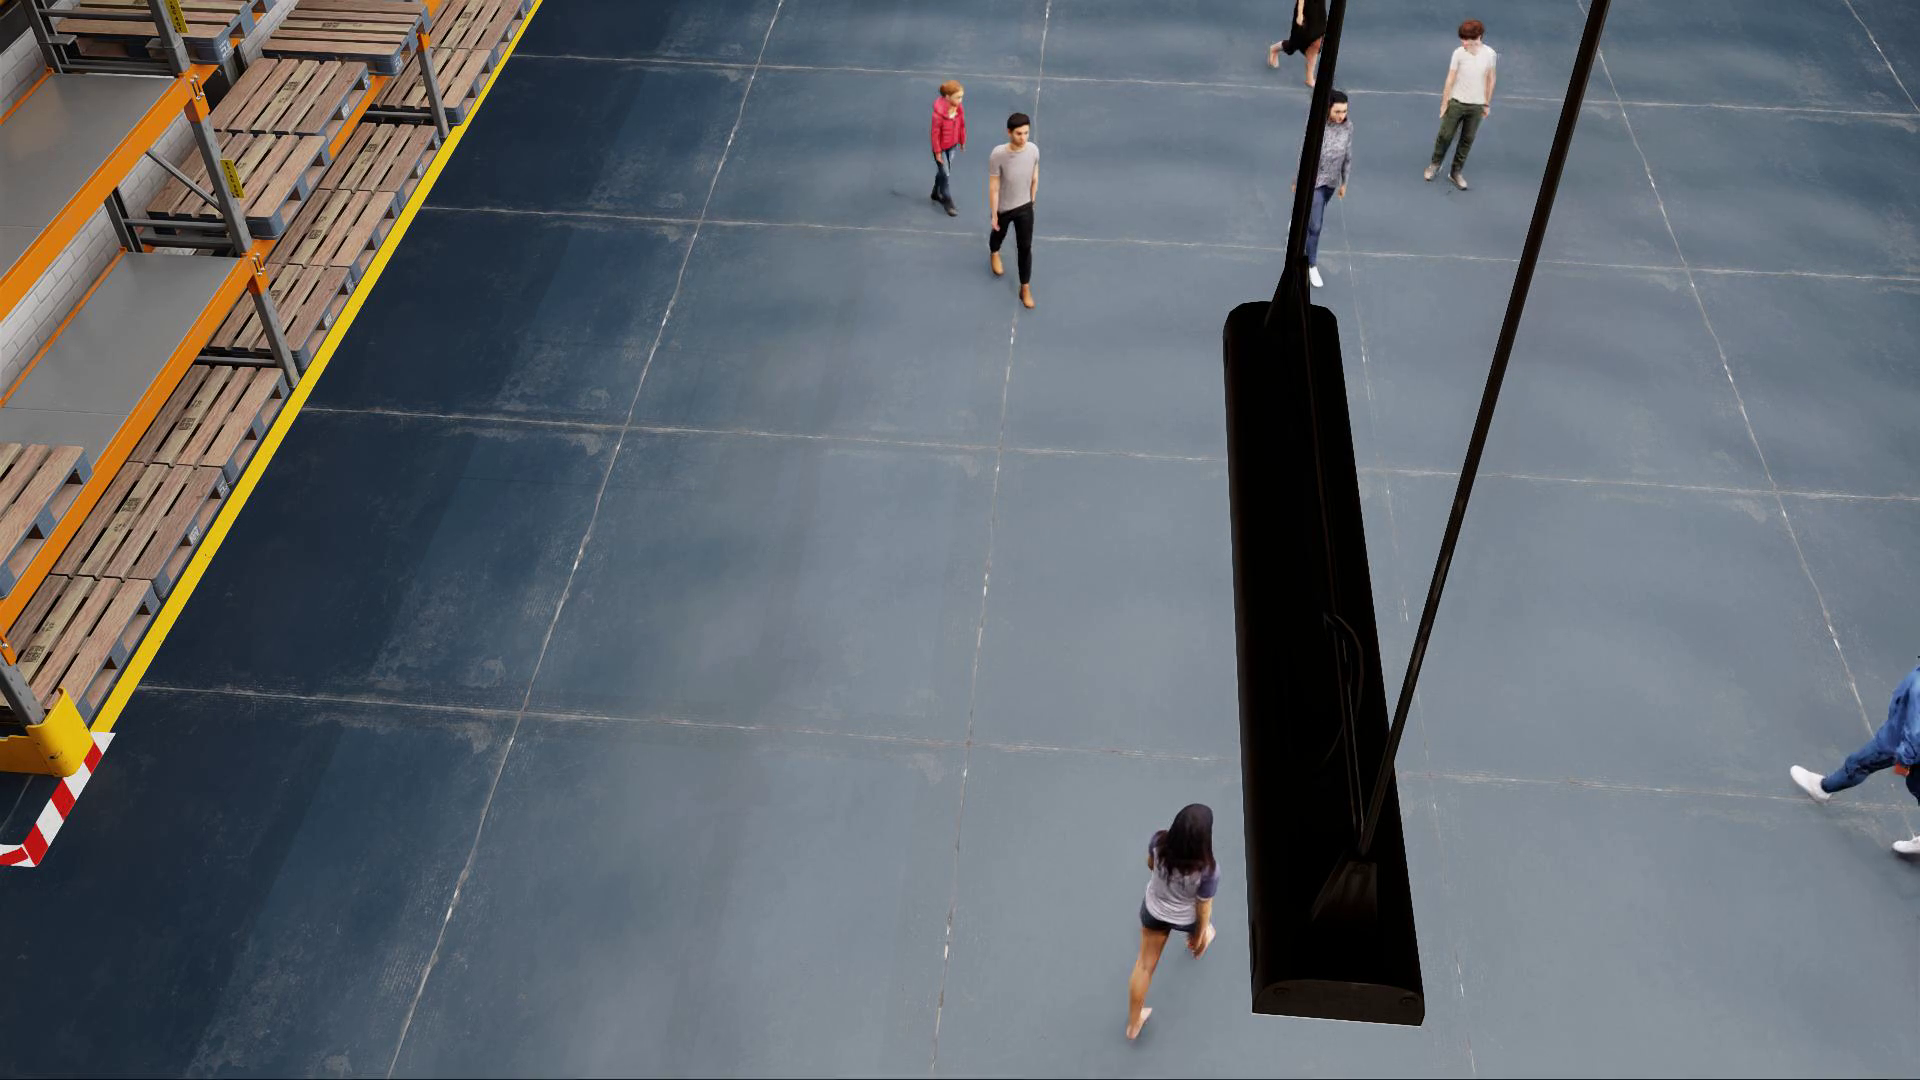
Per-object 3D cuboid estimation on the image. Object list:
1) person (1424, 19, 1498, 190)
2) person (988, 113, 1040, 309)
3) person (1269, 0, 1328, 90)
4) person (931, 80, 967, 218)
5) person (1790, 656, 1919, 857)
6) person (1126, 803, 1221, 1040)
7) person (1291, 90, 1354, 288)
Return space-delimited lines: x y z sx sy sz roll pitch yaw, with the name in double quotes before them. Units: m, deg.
"person" 4.715 -4.031 15.386 0.624 1.632 0.614 -5 44 -5
"person" 0.410 -2.890 14.151 0.820 1.683 1.169 -9 44 -9
"person" 3.482 -5.396 16.837 0.918 1.607 1.038 -25 49 -24
"person" -0.188 -3.632 15.215 0.736 1.290 0.796 -28 50 -26
"person" 5.687 1.206 9.791 1.184 1.767 1.291 -27 50 -26
"person" 1.105 2.058 8.958 0.914 1.682 1.202 21 48 21
"person" 3.104 -3.148 14.417 0.889 1.690 1.237 -10 44 -10
